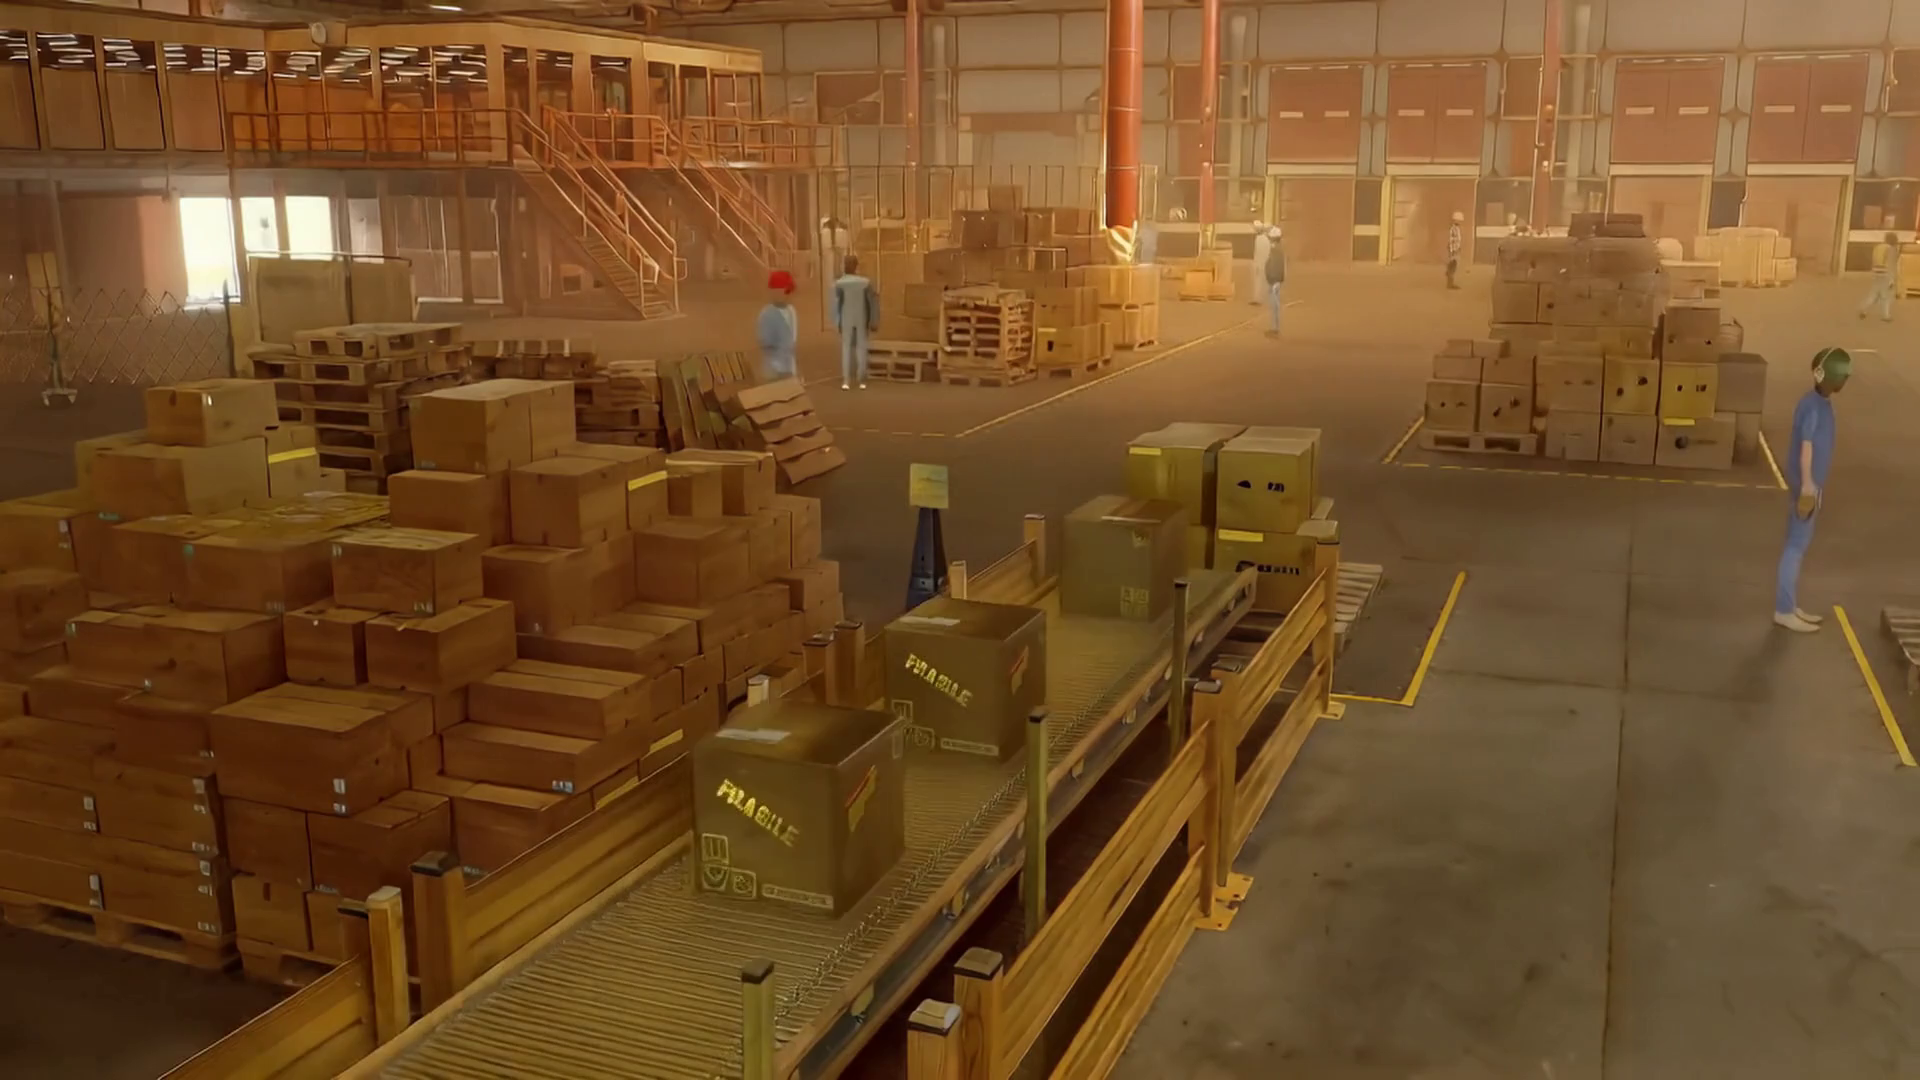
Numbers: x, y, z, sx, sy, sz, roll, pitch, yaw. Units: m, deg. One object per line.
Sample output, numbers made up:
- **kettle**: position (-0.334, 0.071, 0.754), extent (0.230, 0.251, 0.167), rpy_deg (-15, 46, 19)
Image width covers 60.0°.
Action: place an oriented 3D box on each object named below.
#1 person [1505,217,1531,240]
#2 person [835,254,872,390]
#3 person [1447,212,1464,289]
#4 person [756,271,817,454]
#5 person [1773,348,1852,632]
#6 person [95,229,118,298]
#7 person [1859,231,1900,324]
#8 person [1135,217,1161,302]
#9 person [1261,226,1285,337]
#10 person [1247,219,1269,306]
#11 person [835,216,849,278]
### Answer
- **person**: position (12.546, -6.288, 37.501), extent (0.614, 1.945, 0.402), rpy_deg (0, 13, 0)
- **person**: position (-1.472, -3.001, 22.963), extent (0.505, 1.862, 0.329), rpy_deg (-2, 13, -7)
- **person**: position (12.636, -7.382, 42.430), extent (0.356, 1.938, 0.545), rpy_deg (5, 13, 21)
- **person**: position (-1.845, -1.775, 17.176), extent (1.032, 1.994, 0.623), rpy_deg (5, 14, 22)
- **person**: position (5.640, -0.339, 11.009), extent (0.331, 1.865, 0.519), rpy_deg (8, 15, 31)
- **person**: position (-20.271, -6.692, 39.461), extent (0.652, 1.876, 0.883), rpy_deg (-4, 13, -17)
- **person**: position (18.147, -5.164, 32.731), extent (0.631, 1.828, 0.641), rpy_deg (-3, 13, -14)
- **person**: position (4.269, -6.445, 38.263), extent (0.636, 1.920, 0.521), rpy_deg (-4, 13, -16)
- **person**: position (5.691, -4.683, 30.192), extent (0.382, 1.993, 0.622), rpy_deg (1, 13, 7)
- **person**: position (6.708, -6.164, 37.012), extent (0.507, 1.915, 0.603), rpy_deg (3, 13, 15)
- **person**: position (-2.936, -7.263, 42.122), extent (0.430, 1.841, 0.624), rpy_deg (-2, 13, -11)
